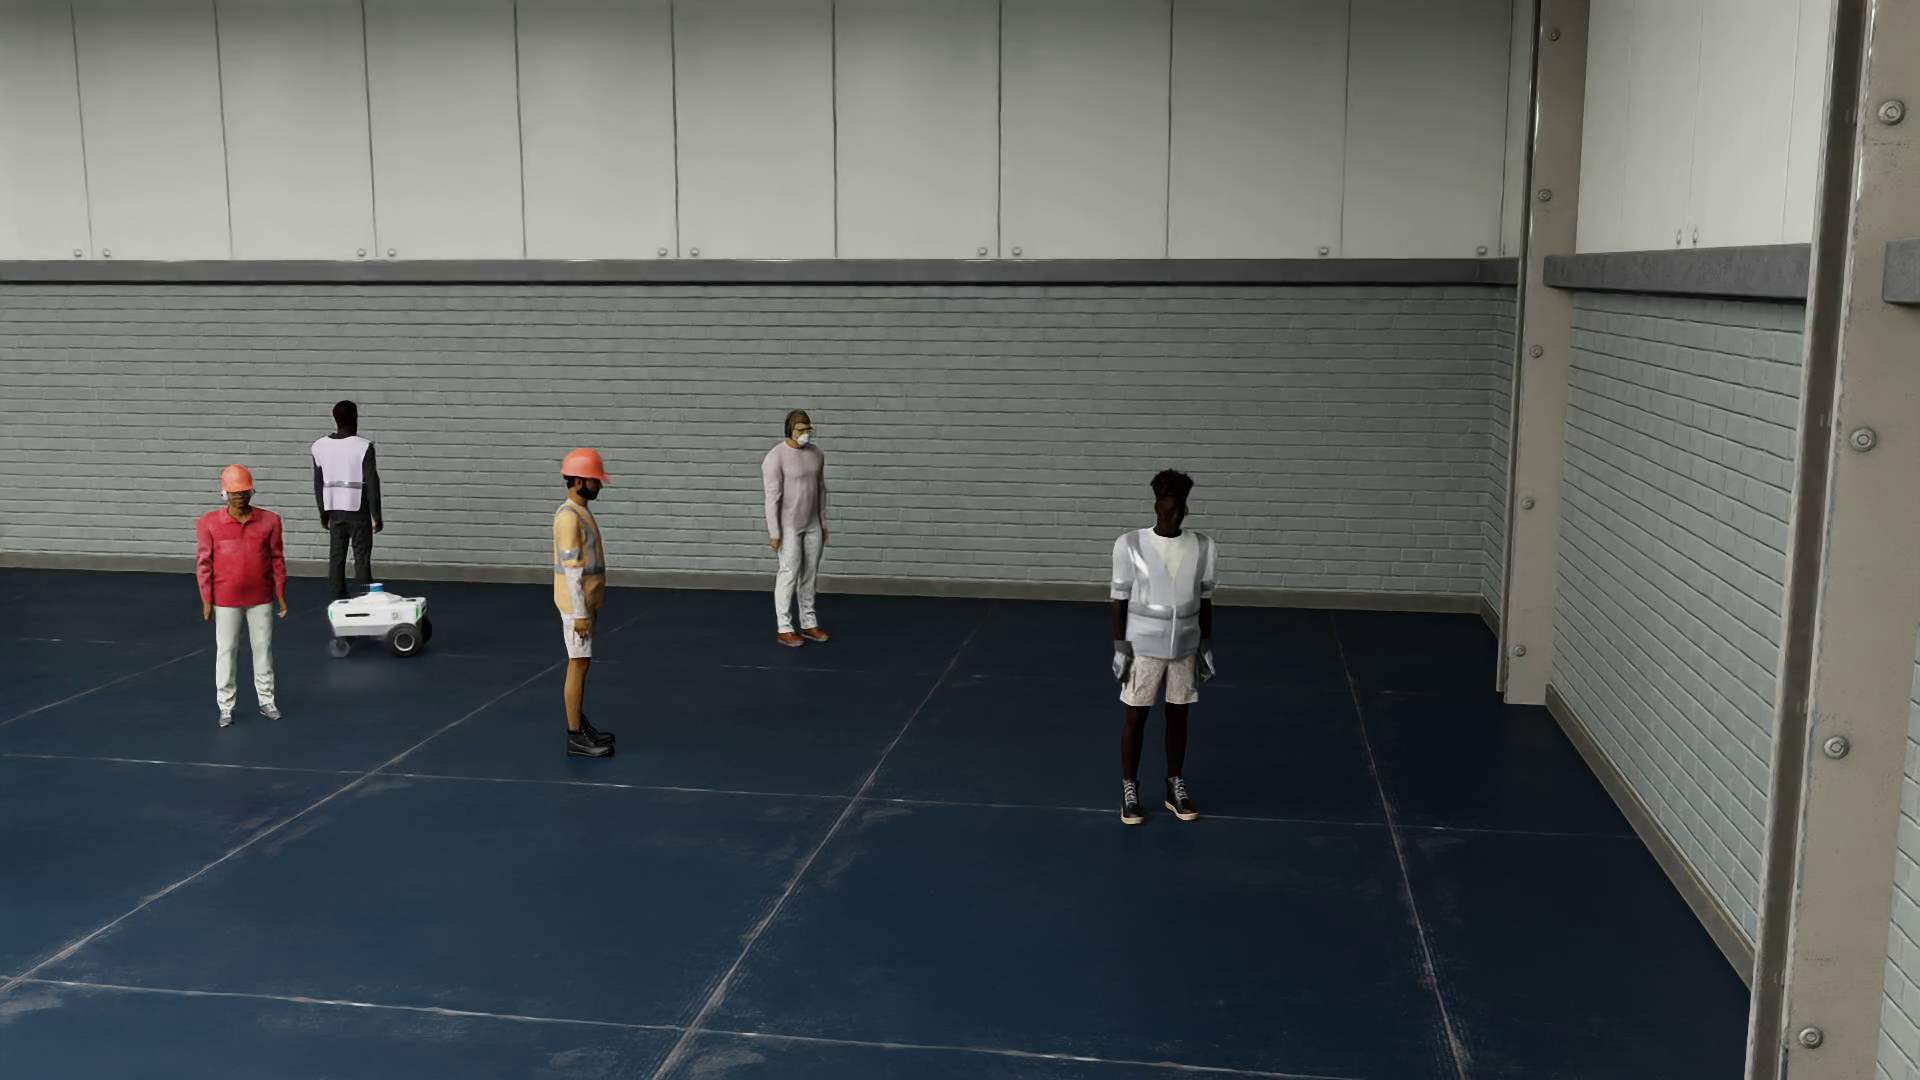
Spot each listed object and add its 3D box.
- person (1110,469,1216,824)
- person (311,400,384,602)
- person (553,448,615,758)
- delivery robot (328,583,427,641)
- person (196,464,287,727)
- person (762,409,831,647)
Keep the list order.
[{"bbox_3d":[1.118,0.579,9.154,0.600,1.966,0.369,-2,9,-12],"label":"person"},{"bbox_3d":[-5.293,-0.250,14.414,0.596,1.918,0.384,2,9,10],"label":"person"},{"bbox_3d":[-2.355,0.387,10.431,0.362,1.936,0.542,-1,9,-9],"label":"person"},{"bbox_3d":[-4.608,0.586,13.164,0.707,0.478,0.477,-1,9,-8],"label":"delivery robot"},{"bbox_3d":[-4.801,0.361,11.149,0.560,1.753,0.327,-6,11,-33],"label":"person"},{"bbox_3d":[-1.316,-0.099,13.476,0.385,1.927,0.635,7,12,39],"label":"person"}]
